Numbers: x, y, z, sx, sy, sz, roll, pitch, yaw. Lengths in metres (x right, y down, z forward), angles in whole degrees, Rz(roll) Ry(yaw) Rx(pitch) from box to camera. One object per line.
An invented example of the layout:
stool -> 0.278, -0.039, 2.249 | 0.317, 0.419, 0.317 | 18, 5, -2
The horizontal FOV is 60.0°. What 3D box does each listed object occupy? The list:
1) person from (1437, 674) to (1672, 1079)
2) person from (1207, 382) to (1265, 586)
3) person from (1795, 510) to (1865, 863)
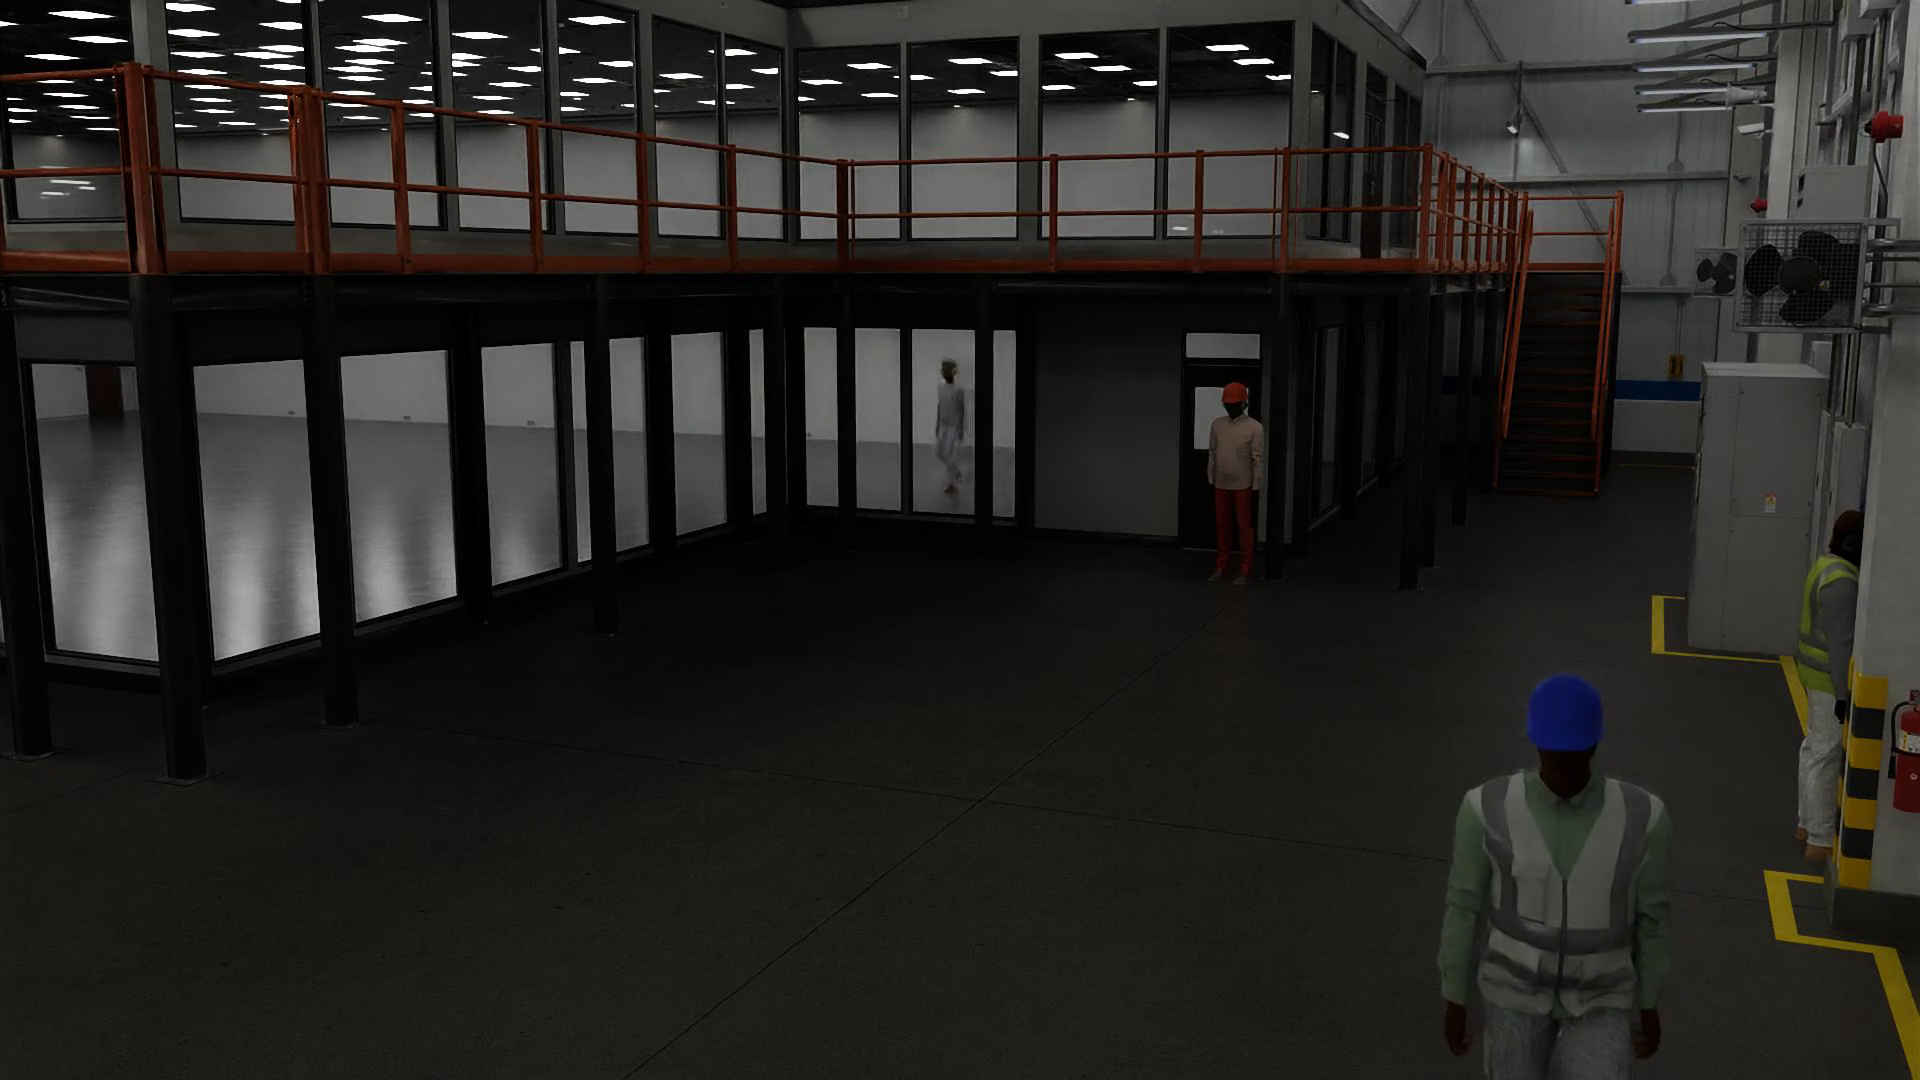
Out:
person -> 1.709, 1.328, 4.810 | 0.642, 1.921, 0.652 | 3, 10, 18
person -> 2.662, -0.544, 16.186 | 0.612, 1.986, 0.407 | 8, 12, 42
person -> 4.575, 0.754, 8.635 | 0.429, 1.838, 0.621 | 4, 10, 21
